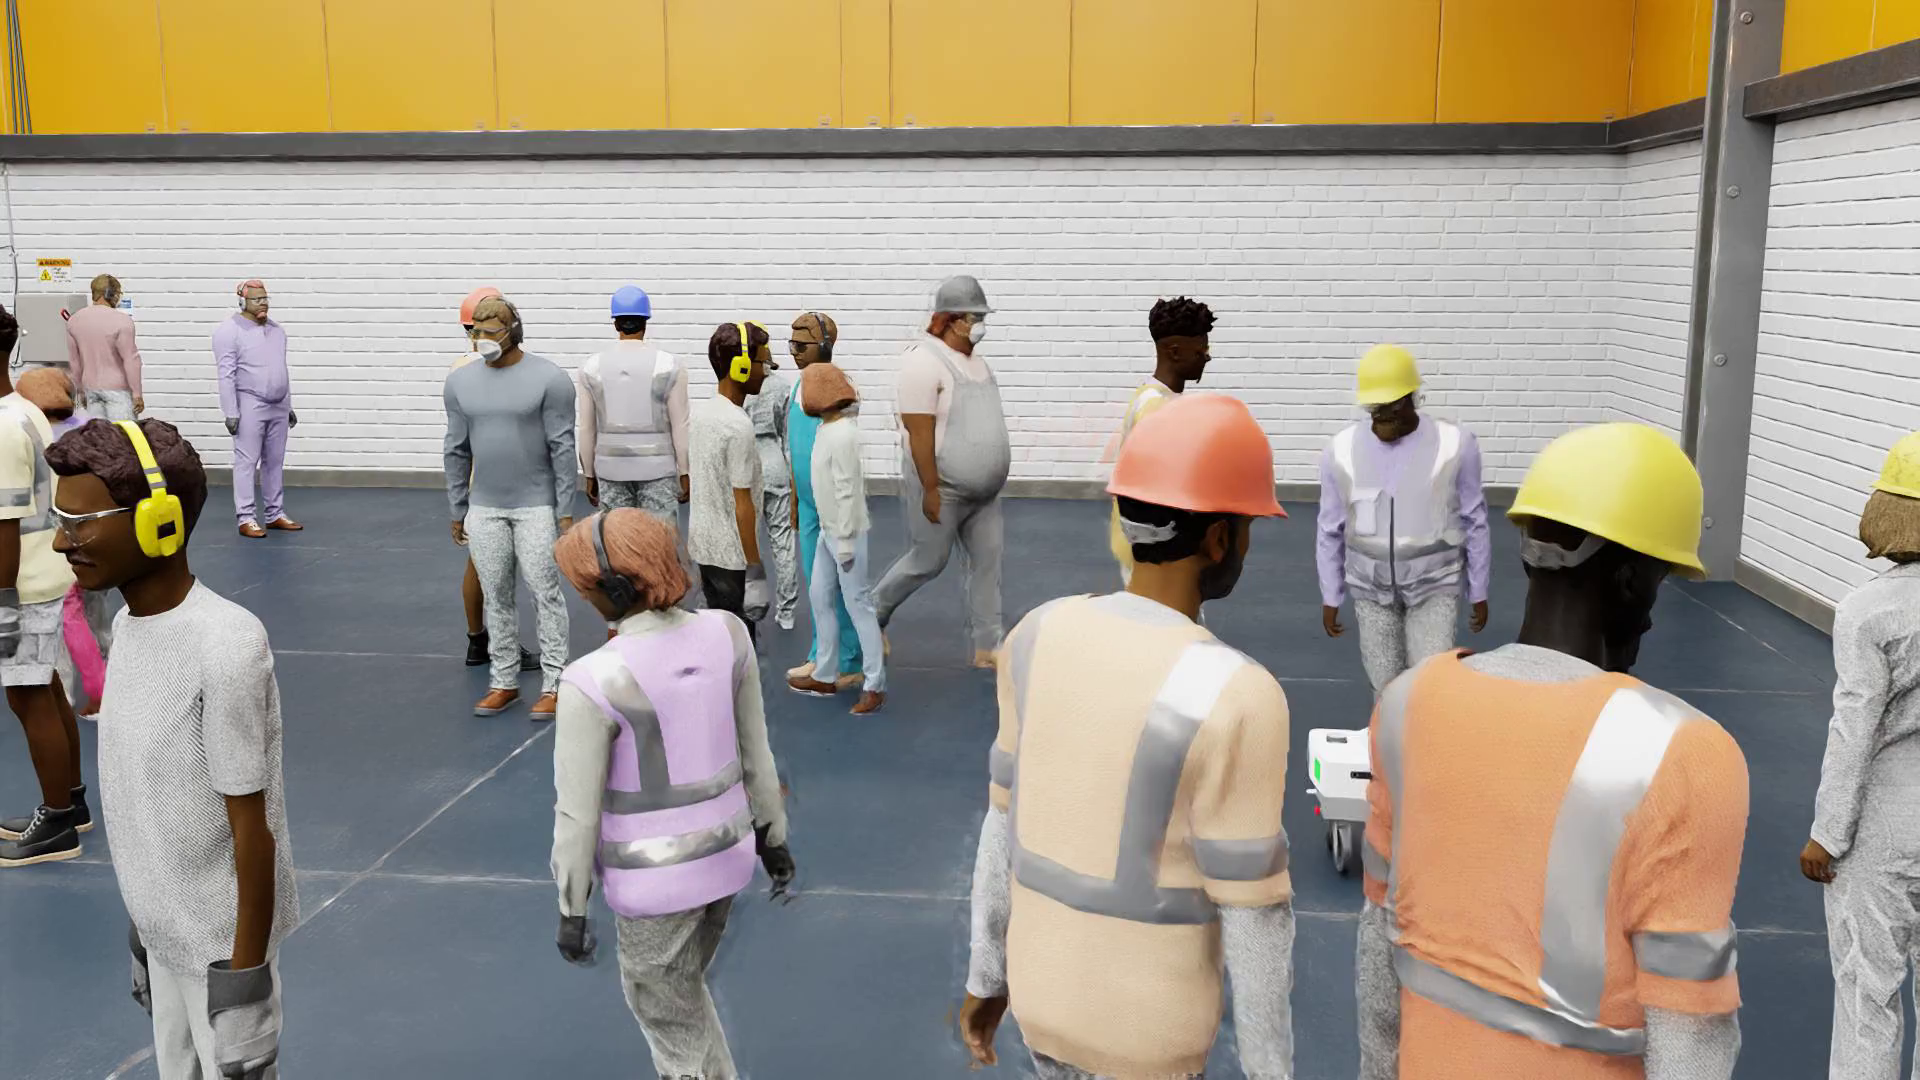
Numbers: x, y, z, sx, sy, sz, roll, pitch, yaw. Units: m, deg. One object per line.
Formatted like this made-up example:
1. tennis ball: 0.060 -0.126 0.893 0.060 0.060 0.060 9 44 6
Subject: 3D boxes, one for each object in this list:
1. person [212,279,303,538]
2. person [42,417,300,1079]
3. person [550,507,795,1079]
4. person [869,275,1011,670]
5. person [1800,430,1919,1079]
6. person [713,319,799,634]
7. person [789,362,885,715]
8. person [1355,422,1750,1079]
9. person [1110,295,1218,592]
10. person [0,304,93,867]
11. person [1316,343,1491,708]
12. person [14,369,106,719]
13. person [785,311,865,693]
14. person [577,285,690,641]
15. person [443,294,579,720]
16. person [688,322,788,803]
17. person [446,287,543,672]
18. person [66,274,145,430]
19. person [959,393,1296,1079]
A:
1. person: -5.210 -0.980 12.409 0.405 1.906 0.653 4 11 22
2. person: -1.308 0.715 2.846 0.512 1.861 0.325 9 13 42
3. person: -0.626 0.715 3.527 0.418 1.609 0.567 7 12 35
4. person: -0.105 -0.349 8.411 0.859 2.000 0.678 7 12 35
5. person: 2.093 0.621 3.708 0.489 1.744 0.295 -3 10 -17
6. person: -1.140 -0.348 9.253 0.487 1.744 0.312 -6 11 -29
7. person: -0.556 -0.010 7.720 0.392 1.613 0.565 -3 10 -15
8. person: 0.769 0.791 2.286 0.493 1.898 0.620 -5 11 -28
9. person: 0.787 0.033 6.488 0.395 1.955 0.613 1 10 8
10. person: -3.291 0.151 5.802 0.373 1.958 0.598 -5 11 -25
11. person: 1.607 0.174 6.096 0.610 1.804 0.442 5 11 26
12. person: -4.144 0.014 7.630 0.846 1.588 0.499 6 11 30
13. person: -0.660 -0.180 8.047 0.341 1.838 0.501 -9 13 -40
14. person: -1.717 -0.372 8.845 0.604 1.939 0.416 0 10 2
15. person: -2.039 -0.144 7.569 0.637 1.930 0.373 2 10 10
16. person: -0.866 0.096 6.404 0.343 1.857 0.520 -5 11 -27
17. person: -2.350 -0.297 8.396 0.546 1.942 0.352 10 14 43
18. person: -6.954 -1.202 13.604 0.635 1.930 0.354 3 10 16
19. person: 0.272 0.727 2.631 0.514 1.908 0.586 -8 13 -38
